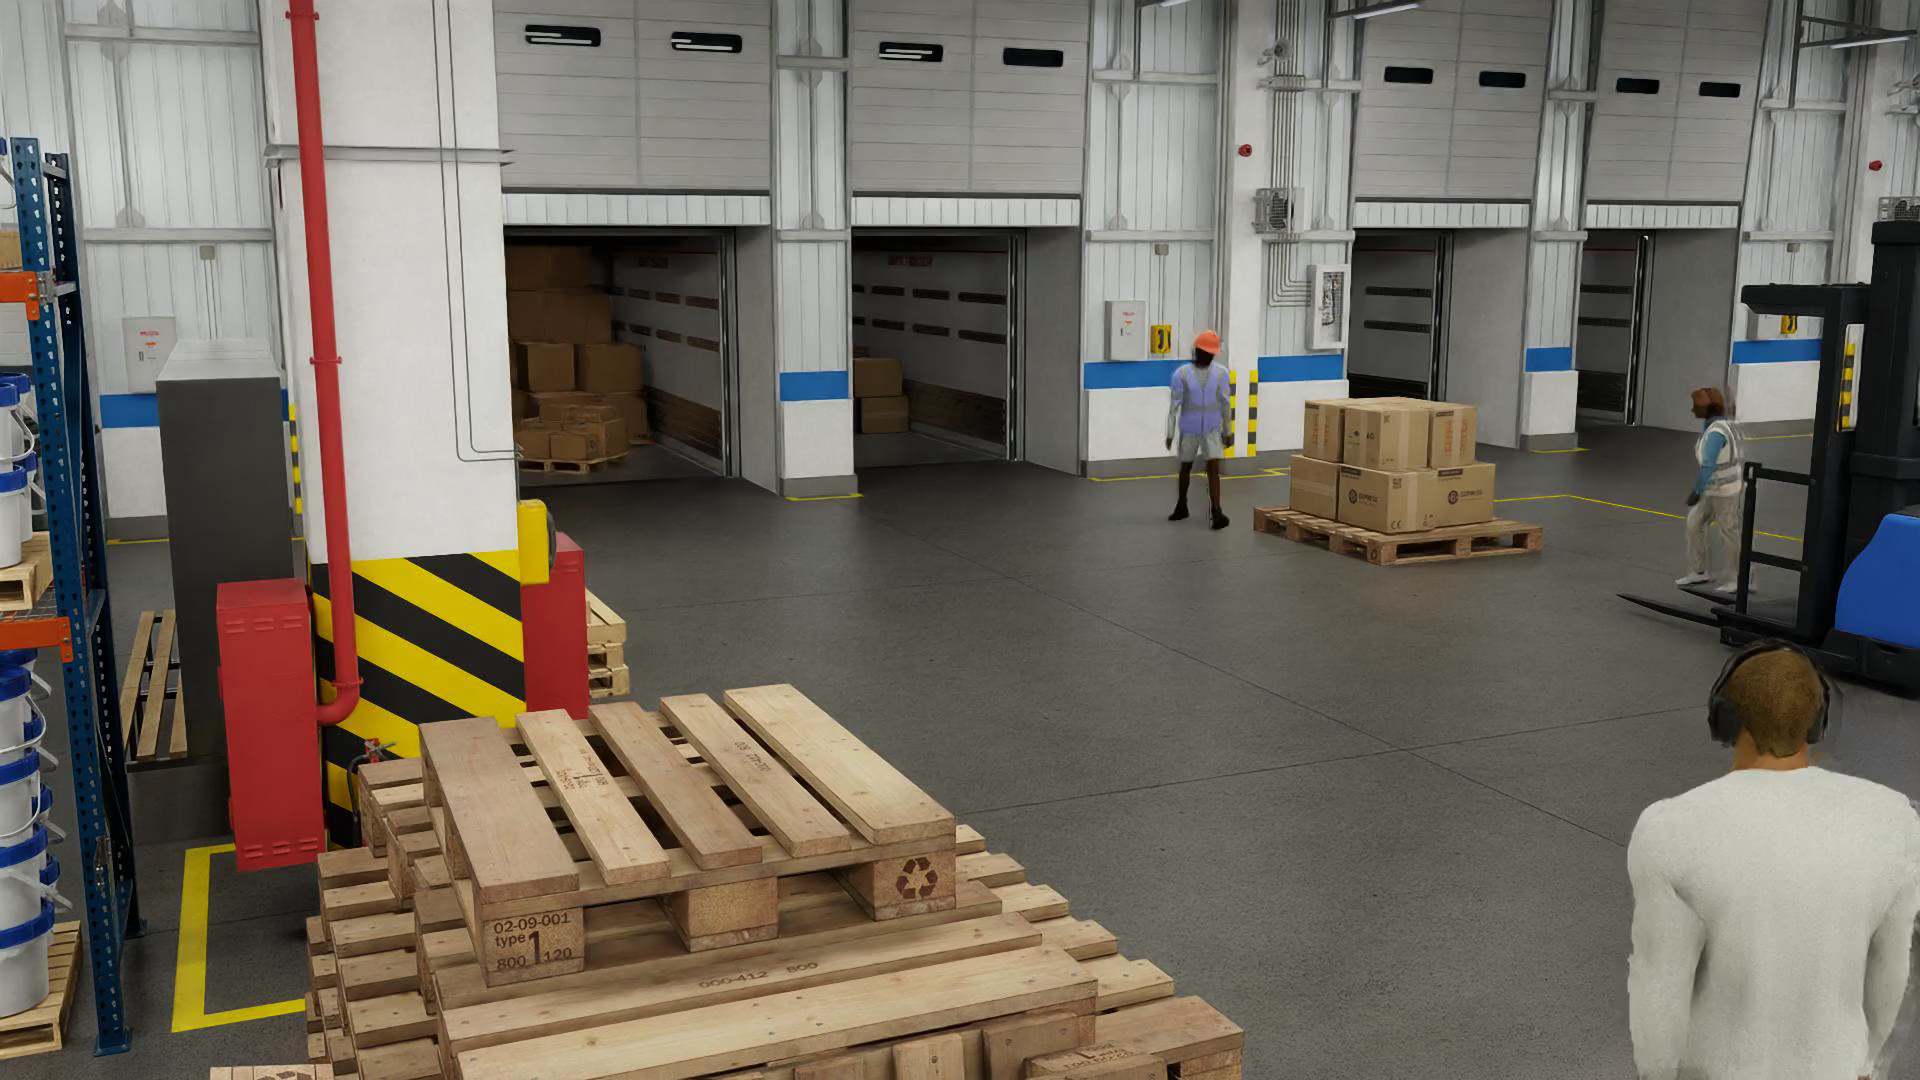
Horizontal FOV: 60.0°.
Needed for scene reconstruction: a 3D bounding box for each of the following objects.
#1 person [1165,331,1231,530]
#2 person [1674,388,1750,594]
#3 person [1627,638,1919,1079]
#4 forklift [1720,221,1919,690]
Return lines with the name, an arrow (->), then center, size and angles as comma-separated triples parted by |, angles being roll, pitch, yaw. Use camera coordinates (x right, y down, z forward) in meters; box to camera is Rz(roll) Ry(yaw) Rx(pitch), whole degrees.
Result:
person -> 2.267, -1.047, 15.749 | 0.634, 1.855, 1.031 | 0, 10, 0
person -> 5.796, -0.364, 12.713 | 0.664, 1.596, 0.511 | 3, 11, 14
person -> 1.723, 1.156, 3.544 | 0.630, 1.904, 0.974 | 1, 10, 5
forklift -> 5.949, -0.550, 10.218 | 1.129, 2.768, 1.873 | -4, 11, -23
